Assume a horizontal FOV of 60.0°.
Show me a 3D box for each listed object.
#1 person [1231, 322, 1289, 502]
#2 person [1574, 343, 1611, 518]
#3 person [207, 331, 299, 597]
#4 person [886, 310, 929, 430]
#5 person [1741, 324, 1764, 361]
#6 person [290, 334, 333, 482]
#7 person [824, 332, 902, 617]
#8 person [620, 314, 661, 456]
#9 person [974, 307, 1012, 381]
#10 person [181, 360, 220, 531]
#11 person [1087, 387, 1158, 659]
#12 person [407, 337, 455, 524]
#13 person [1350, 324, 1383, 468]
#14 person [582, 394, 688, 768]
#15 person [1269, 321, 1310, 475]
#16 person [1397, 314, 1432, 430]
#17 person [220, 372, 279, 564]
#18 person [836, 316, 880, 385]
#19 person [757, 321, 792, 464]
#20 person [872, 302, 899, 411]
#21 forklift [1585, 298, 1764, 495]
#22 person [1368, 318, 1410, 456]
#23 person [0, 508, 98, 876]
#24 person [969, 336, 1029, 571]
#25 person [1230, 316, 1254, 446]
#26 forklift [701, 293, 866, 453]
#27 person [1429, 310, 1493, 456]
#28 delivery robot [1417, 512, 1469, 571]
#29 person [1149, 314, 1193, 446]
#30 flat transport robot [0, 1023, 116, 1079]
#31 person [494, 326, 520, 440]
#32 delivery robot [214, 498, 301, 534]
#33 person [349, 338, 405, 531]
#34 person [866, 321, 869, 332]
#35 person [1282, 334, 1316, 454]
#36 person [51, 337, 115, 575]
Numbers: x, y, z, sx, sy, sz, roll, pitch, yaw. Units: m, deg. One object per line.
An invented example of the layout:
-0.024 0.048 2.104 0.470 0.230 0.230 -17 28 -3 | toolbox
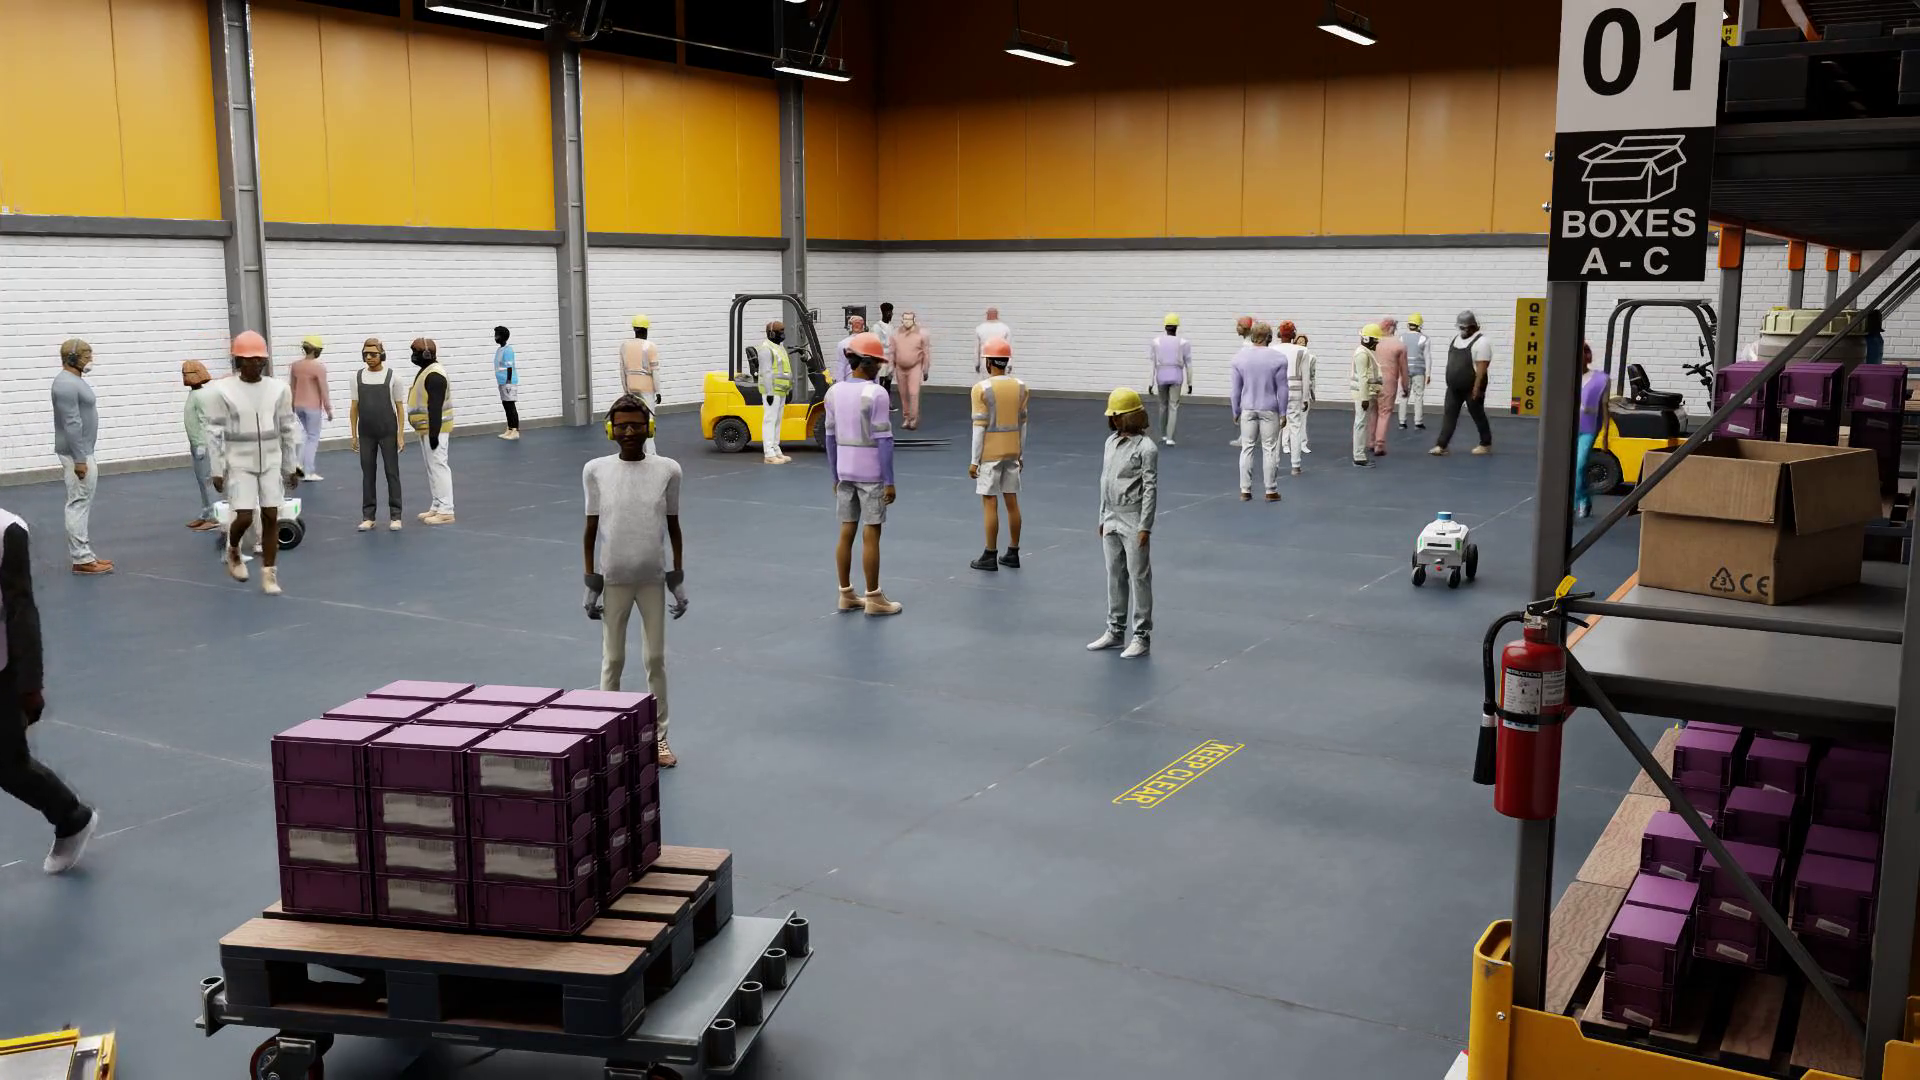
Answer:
3.228 -1.371 17.918 0.627 1.934 0.372 4 10 22 | person
6.139 -1.066 16.443 0.580 1.803 0.935 8 12 41 | person
-5.407 -0.584 12.709 0.624 2.030 0.639 -8 12 -40 | person
-0.839 -2.655 26.118 0.641 1.877 0.887 3 9 16 | person
10.407 -1.902 21.516 0.633 1.841 0.429 3 10 17 | person
-7.649 -1.555 19.622 0.556 1.743 0.394 4 10 25 | person
-0.687 -0.466 11.954 0.605 2.034 0.392 8 12 40 | person
-4.153 -1.975 21.704 0.587 1.927 0.368 4 10 22 | person
0.569 -3.037 28.480 0.661 1.872 0.829 1 9 4 | person
-7.288 -0.904 15.927 0.285 1.633 0.497 -6 11 -34 | person
1.052 -0.113 10.673 0.305 1.738 0.484 -6 11 -35 | person
-5.222 -1.076 16.402 0.430 1.835 0.621 -5 10 -27 | person
5.165 -1.833 21.142 0.403 1.822 0.588 2 9 14 | person
-1.610 0.212 8.232 0.511 1.872 0.329 -2 9 -15 | person
3.978 -1.733 20.327 0.572 1.883 0.353 2 9 10 | person
7.143 -2.641 26.207 0.616 1.827 0.407 6 11 35 | person
-6.060 -0.624 14.242 0.528 1.609 0.739 6 11 32 | person
-1.364 -2.010 22.019 0.641 1.902 0.402 -7 11 -36 | person
-2.387 -1.909 21.557 0.430 1.845 0.619 2 9 11 | person
-1.323 -3.237 29.508 0.394 1.954 0.609 6 11 32 | person
7.954 -1.589 18.462 2.313 2.155 1.214 5 11 30 | forklift
5.779 -2.086 22.642 0.660 1.850 0.960 6 11 33 | person
-3.778 0.498 6.457 0.622 1.887 0.822 1 9 6 | person
0.304 -0.711 13.778 0.545 1.938 0.355 -7 11 -35 | person
4.148 -2.233 23.527 0.550 1.856 0.611 3 10 18 | person
-2.458 -2.344 23.176 2.313 2.155 1.214 0 9 -2 | forklift
6.850 -2.151 22.444 1.022 2.000 0.704 -5 11 -31 | person
3.848 0.018 13.239 0.477 0.478 0.707 3 10 21 | delivery robot
3.034 -2.302 23.924 0.615 1.871 1.013 2 9 14 | person
-2.635 1.629 4.359 0.652 0.197 1.431 -4 10 -22 | flat transport robot
-6.725 -2.325 24.634 0.320 1.691 0.537 -6 11 -31 | person
-6.277 -0.243 14.868 0.707 0.478 0.477 -3 10 -18 | delivery robot
-5.555 -1.000 15.872 0.506 1.846 0.345 -1 9 -6 | person
-1.510 -2.516 25.581 0.529 1.768 0.312 -7 12 -38 | person
4.624 -2.002 22.763 0.514 1.641 0.308 -2 9 -13 | person
-7.196 -0.684 13.614 0.373 1.938 0.630 -4 10 -24 | person
